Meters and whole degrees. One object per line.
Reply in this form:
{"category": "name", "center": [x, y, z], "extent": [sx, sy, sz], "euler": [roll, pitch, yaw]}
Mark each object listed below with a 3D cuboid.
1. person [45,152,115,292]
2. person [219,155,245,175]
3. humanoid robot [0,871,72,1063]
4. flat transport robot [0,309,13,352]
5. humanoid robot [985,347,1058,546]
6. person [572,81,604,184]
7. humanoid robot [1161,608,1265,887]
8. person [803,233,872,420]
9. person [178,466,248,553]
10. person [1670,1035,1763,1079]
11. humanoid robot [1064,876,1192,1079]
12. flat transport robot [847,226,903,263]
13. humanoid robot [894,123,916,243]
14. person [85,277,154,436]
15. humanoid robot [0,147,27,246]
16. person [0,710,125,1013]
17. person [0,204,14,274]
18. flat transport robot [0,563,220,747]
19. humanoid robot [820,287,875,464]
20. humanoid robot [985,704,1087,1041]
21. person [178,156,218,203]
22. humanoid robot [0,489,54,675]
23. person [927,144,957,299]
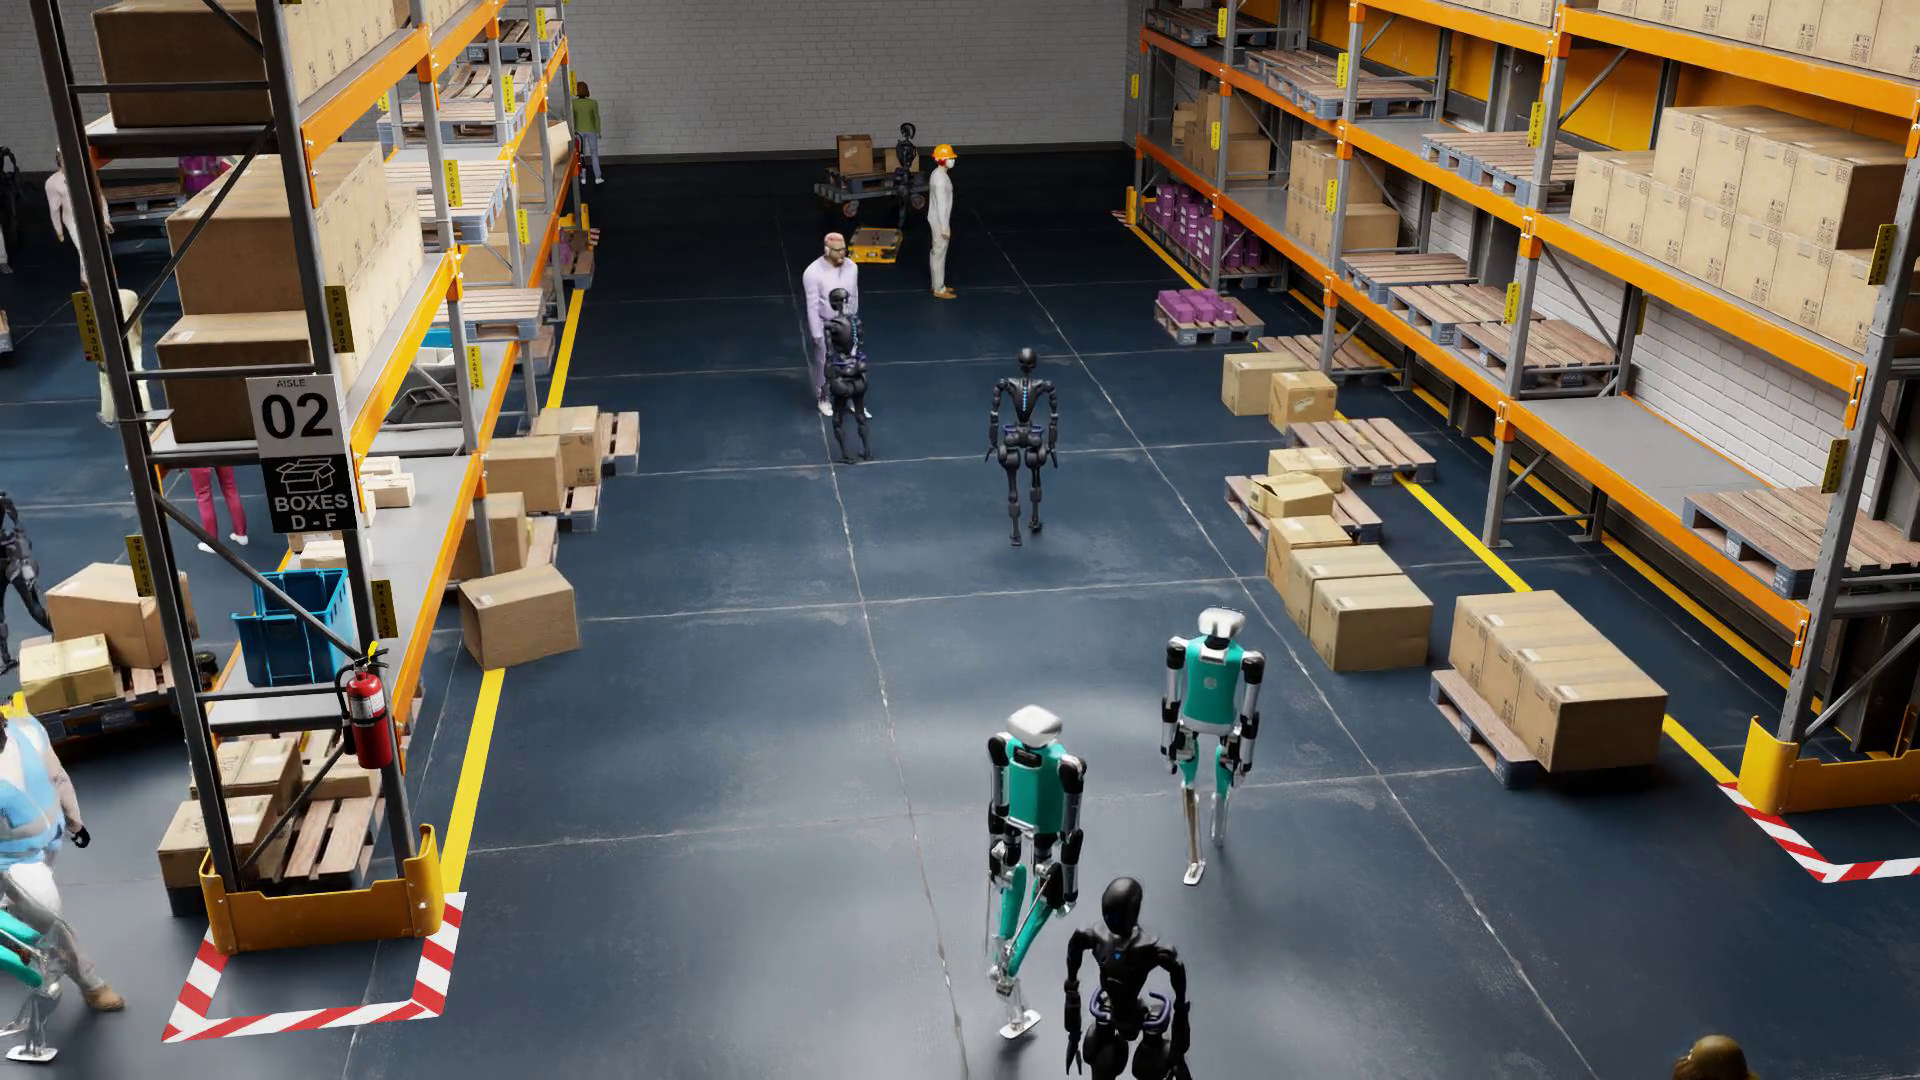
{"category": "person", "center": [-10.904, -3.918, 20.609], "extent": [0.979, 1.893, 0.627], "euler": [18, 29, 35]}
{"category": "person", "center": [-9.408, -4.420, 21.793], "extent": [0.429, 1.841, 0.631], "euler": [6, 24, 13]}
{"category": "humanoid robot", "center": [-4.538, 1.731, 7.889], "extent": [0.684, 1.771, 0.544], "euler": [-3, 24, -7]}
{"category": "flat transport robot", "center": [-11.072, -2.011, 18.260], "extent": [0.659, 0.231, 1.431], "euler": [-13, 27, -27]}
{"category": "humanoid robot", "center": [0.509, -0.803, 13.773], "extent": [0.608, 1.640, 0.550], "euler": [0, 24, 1]}
{"category": "person", "center": [-6.089, -6.620, 27.057], "extent": [0.498, 1.633, 0.285], "euler": [-1, 24, -3]}
{"category": "humanoid robot", "center": [1.435, 1.152, 9.363], "extent": [0.545, 1.892, 0.780], "euler": [8, 25, 18]}
{"category": "person", "center": [-1.205, -2.086, 16.432], "extent": [0.652, 1.879, 0.764], "euler": [-15, 28, -31]}
{"category": "person", "center": [-6.121, -0.686, 13.548], "extent": [0.287, 1.625, 0.503], "euler": [20, 31, 38]}
{"category": "person", "center": [2.673, 2.523, 6.252], "extent": [0.566, 1.601, 0.414], "euler": [-21, 31, -39]}
{"category": "humanoid robot", "center": [0.746, 2.134, 7.161], "extent": [0.595, 1.637, 0.818], "euler": [9, 25, 20]}
{"category": "flat transport robot", "center": [-1.167, -4.074, 22.960], "extent": [0.659, 0.231, 1.431], "euler": [1, 24, 2]}
{"category": "humanoid robot", "center": [-0.774, -5.023, 23.364], "extent": [0.323, 1.650, 0.609], "euler": [0, 24, 1]}
{"category": "person", "center": [-8.223, -1.883, 16.168], "extent": [0.854, 1.714, 0.568], "euler": [21, 31, 39]}
{"category": "humanoid robot", "center": [-13.405, -4.953, 23.270], "extent": [0.584, 1.613, 0.821], "euler": [-3, 24, -6]}
{"category": "person", "center": [-4.755, 1.531, 8.310], "extent": [0.934, 1.784, 0.622], "euler": [7, 25, 15]}
{"category": "person", "center": [-12.785, -4.408, 21.668], "extent": [0.520, 1.915, 0.814], "euler": [-16, 28, -32]}
{"category": "flat transport robot", "center": [-5.722, 1.104, 11.164], "extent": [1.431, 0.231, 0.659], "euler": [-12, 27, -26]}
{"category": "humanoid robot", "center": [-1.034, -1.508, 15.386], "extent": [0.447, 1.635, 0.601], "euler": [15, 28, 30]}
{"category": "humanoid robot", "center": [0.250, 1.697, 8.003], "extent": [0.546, 1.795, 0.817], "euler": [18, 29, 35]}
{"category": "person", "center": [-10.368, -4.818, 22.687], "extent": [0.560, 1.816, 0.432], "euler": [-1, 24, -1]}
{"category": "humanoid robot", "center": [-6.691, 0.133, 11.667], "extent": [0.621, 1.644, 0.635], "euler": [11, 26, 24]}
{"category": "person", "center": [-0.220, -3.976, 20.715], "extent": [0.374, 1.896, 0.571], "euler": [-1, 24, -3]}
